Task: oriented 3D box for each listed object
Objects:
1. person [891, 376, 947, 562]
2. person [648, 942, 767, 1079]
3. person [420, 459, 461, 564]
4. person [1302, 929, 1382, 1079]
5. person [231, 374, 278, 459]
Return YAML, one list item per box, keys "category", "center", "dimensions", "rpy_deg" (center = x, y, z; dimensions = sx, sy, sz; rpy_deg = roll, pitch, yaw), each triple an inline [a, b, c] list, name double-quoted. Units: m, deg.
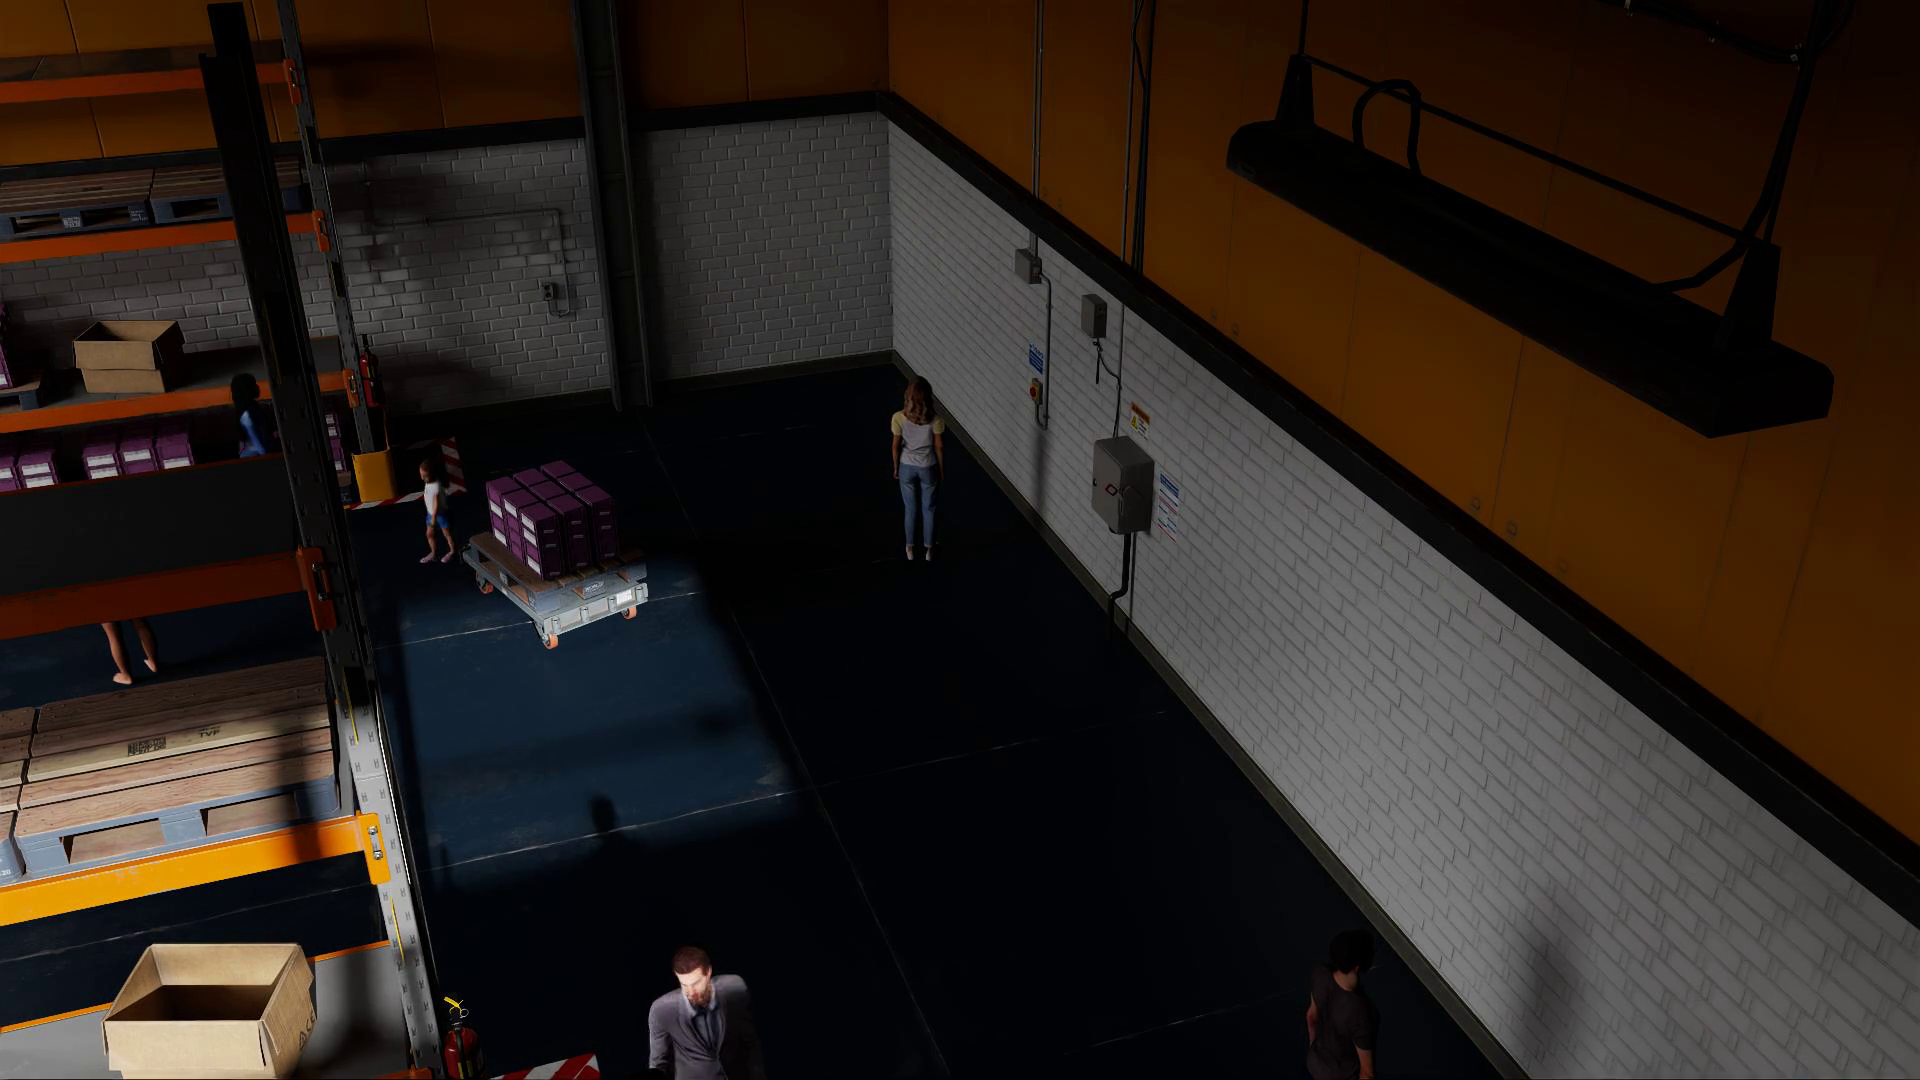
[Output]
- category: "person"
  center: [-0.351, -0.614, 14.460]
  dimensions: [0.638, 1.723, 0.769]
  rpy_deg: [3, 29, 5]
- category: "person"
  center: [-1.306, 2.678, 8.310]
  dimensions: [0.844, 1.835, 0.877]
  rpy_deg: [-20, 35, -32]
- category: "person"
  center: [-4.520, -0.267, 14.571]
  dimensions: [0.610, 1.008, 0.521]
  rpy_deg: [-25, 37, -37]
- category: "person"
  center: [1.868, 2.679, 8.287]
  dimensions: [0.570, 1.854, 0.660]
  rpy_deg: [-13, 31, -22]
- category: "person"
  center: [-6.206, -0.617, 14.523]
  dimensions: [1.134, 1.668, 0.626]
  rpy_deg: [-10, 30, -18]
